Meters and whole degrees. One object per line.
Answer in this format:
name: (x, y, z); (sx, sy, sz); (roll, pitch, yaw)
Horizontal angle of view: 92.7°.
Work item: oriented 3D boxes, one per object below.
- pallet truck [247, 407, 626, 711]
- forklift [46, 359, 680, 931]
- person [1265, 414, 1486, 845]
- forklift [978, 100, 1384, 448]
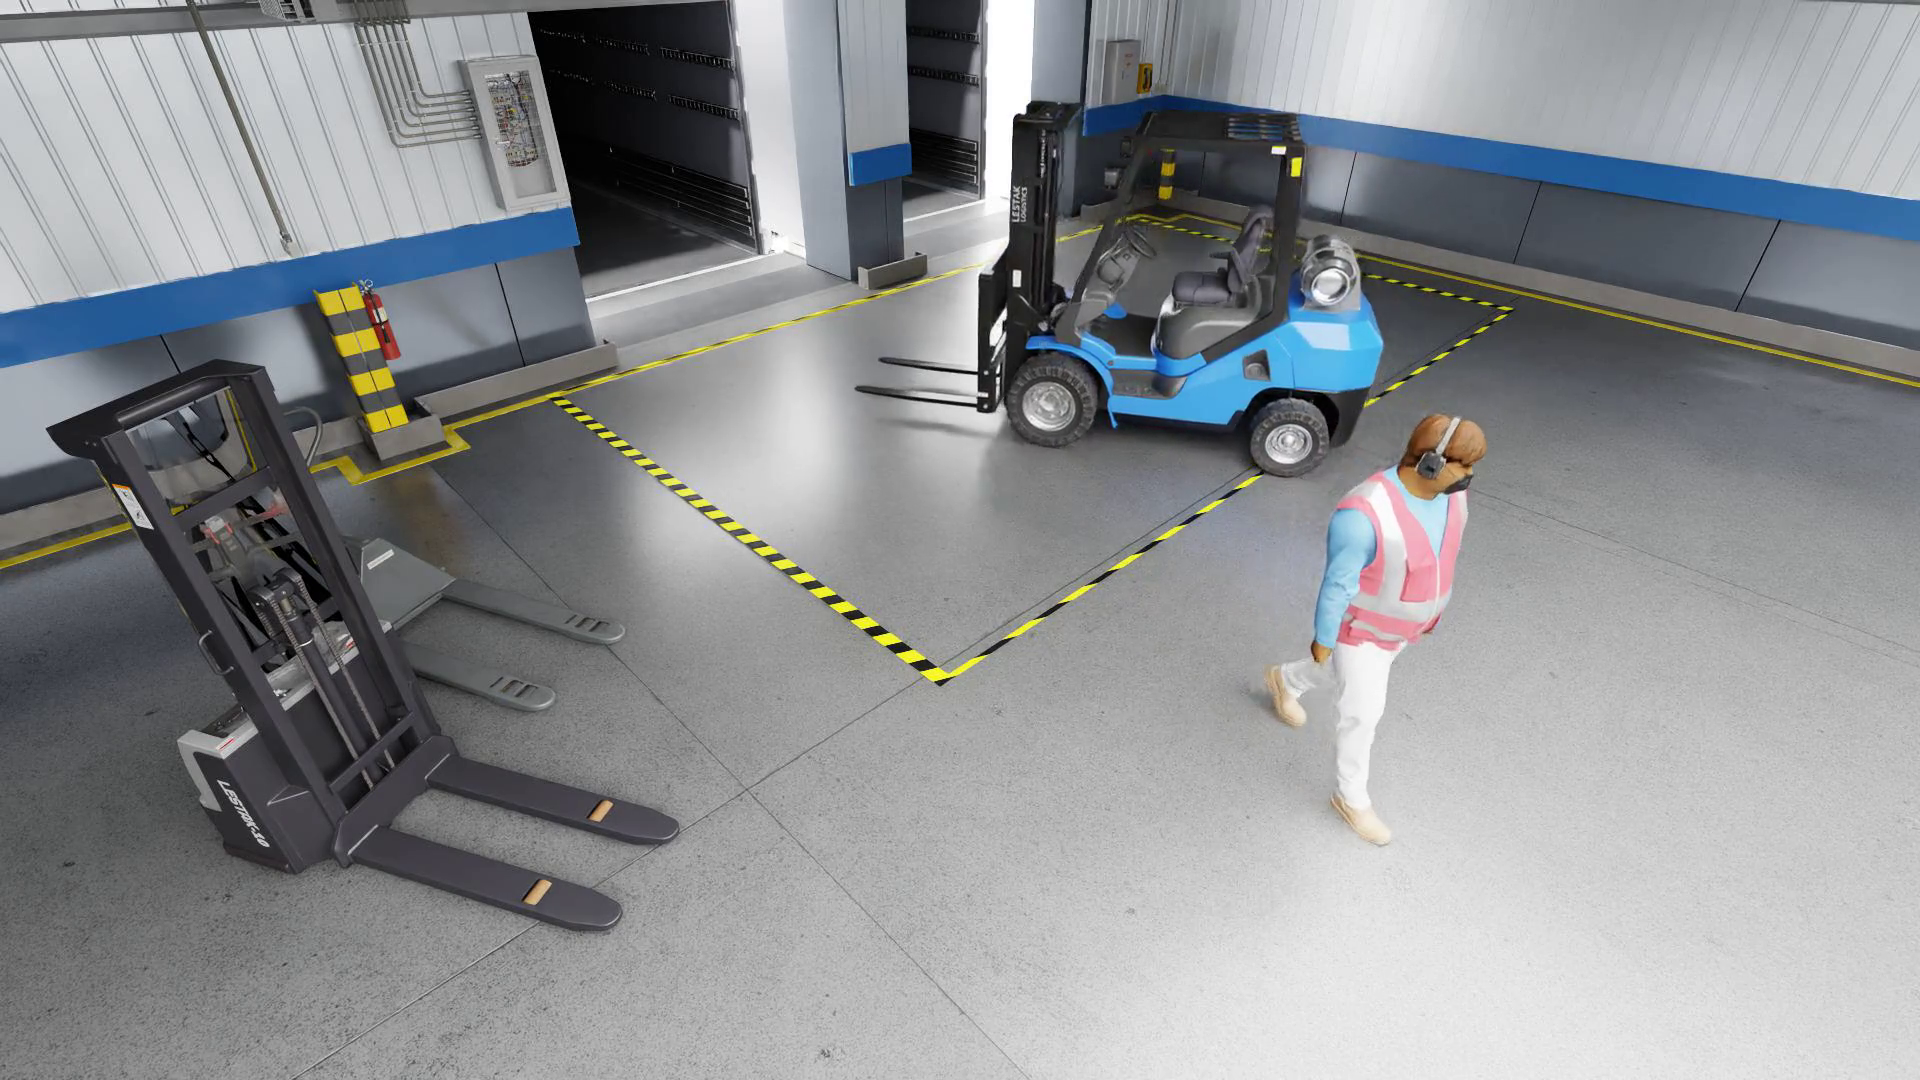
pallet truck: (-2.628, 0.038, 4.590); (1.601, 1.201, 0.680); (12, 36, 18)
forklift: (-2.135, 0.422, 3.354); (1.885, 1.965, 0.823); (10, 35, 14)
person: (1.668, 0.294, 3.727); (0.621, 1.792, 0.936); (-15, 37, -21)
forklift: (1.562, -1.873, 6.412); (2.680, 2.036, 1.157); (8, 35, 12)
